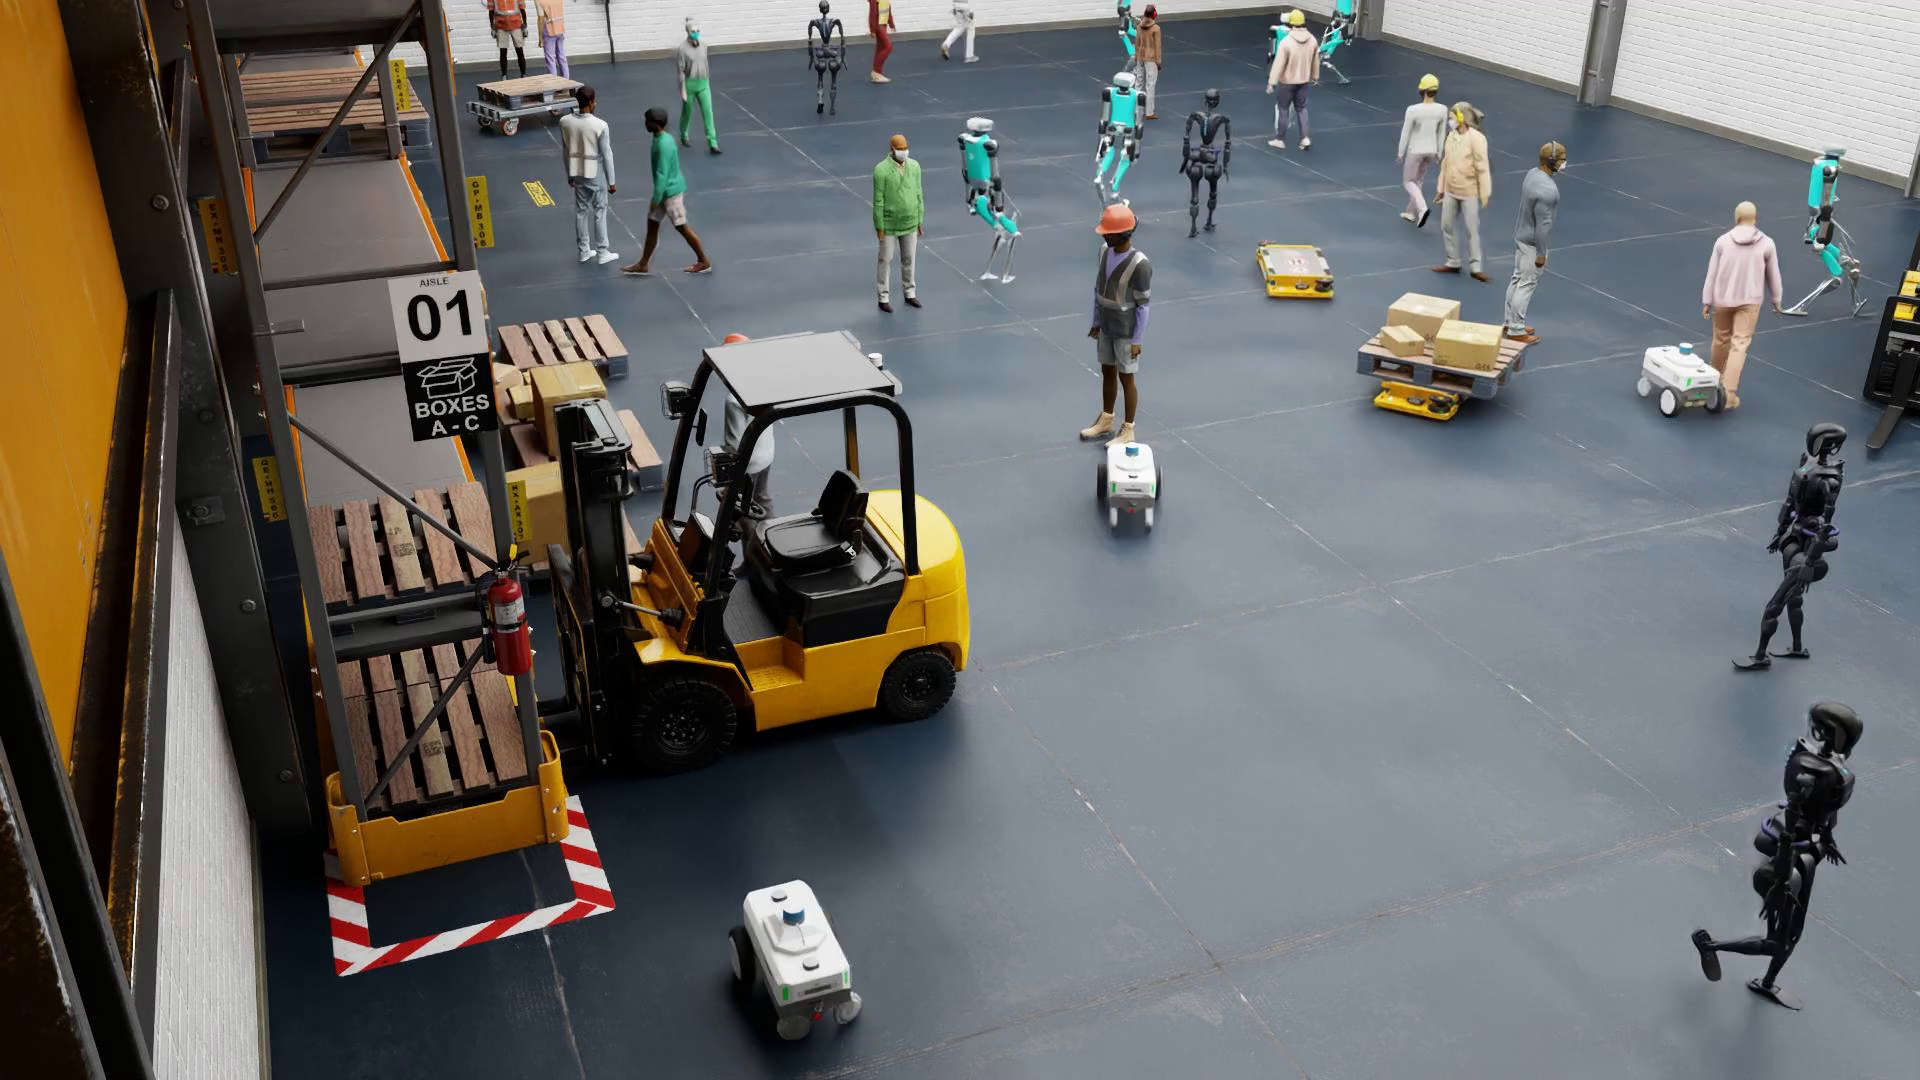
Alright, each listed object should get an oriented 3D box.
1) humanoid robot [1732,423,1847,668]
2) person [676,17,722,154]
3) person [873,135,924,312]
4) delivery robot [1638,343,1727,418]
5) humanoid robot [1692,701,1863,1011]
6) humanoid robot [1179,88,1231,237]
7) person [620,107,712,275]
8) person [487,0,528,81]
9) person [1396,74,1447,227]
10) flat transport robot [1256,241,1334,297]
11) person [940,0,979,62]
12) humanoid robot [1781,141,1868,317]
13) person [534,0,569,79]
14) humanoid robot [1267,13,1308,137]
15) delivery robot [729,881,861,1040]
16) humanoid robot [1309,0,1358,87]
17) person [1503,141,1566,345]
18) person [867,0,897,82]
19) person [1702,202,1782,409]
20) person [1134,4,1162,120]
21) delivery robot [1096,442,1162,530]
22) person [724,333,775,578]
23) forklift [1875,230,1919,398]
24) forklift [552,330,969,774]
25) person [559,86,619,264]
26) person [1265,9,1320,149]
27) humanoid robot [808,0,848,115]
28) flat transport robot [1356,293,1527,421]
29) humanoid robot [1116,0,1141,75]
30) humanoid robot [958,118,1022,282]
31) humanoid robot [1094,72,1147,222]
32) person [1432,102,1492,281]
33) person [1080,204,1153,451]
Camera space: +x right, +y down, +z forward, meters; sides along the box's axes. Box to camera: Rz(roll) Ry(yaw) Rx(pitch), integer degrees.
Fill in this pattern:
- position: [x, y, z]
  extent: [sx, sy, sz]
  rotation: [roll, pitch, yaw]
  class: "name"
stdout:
- position: [5.214, 0.029, 10.373]
  extent: [0.557, 1.639, 0.592]
  rotation: [1, 27, 2]
  class: "humanoid robot"
- position: [-3.615, -6.190, 22.605]
  extent: [0.550, 1.797, 0.956]
  rotation: [-19, 32, -32]
  class: "person"
- position: [-0.621, -3.165, 16.612]
  extent: [0.537, 1.776, 0.388]
  rotation: [-13, 30, -24]
  class: "person"
- position: [6.273, -1.408, 14.474]
  extent: [0.499, 0.598, 0.802]
  rotation: [-5, 27, -10]
  class: "delivery robot"
- position: [3.789, 1.410, 7.622]
  extent: [0.595, 1.645, 0.439]
  rotation: [-23, 35, -38]
  class: "humanoid robot"
- position: [2.804, -4.323, 19.036]
  extent: [0.600, 1.643, 0.608]
  rotation: [11, 29, 21]
  class: "humanoid robot"
- position: [-3.129, -3.664, 17.568]
  extent: [0.977, 1.797, 0.505]
  rotation: [-8, 28, -15]
  class: "person"
- position: [-7.135, -8.128, 26.284]
  extent: [0.600, 1.957, 0.381]
  rotation: [-6, 27, -12]
  class: "person"
- position: [5.375, -4.505, 19.304]
  extent: [0.527, 1.738, 0.679]
  rotation: [-8, 28, -15]
  class: "person"
- position: [3.559, -2.882, 17.720]
  extent: [0.659, 0.231, 1.431]
  rotation: [2, 27, 3]
  class: "flat transport robot"
- position: [0.013, -9.033, 28.197]
  extent: [0.689, 1.863, 0.576]
  rotation: [-23, 35, -38]
  class: "person"
- position: [8.739, -3.008, 16.347]
  extent: [0.939, 1.778, 0.539]
  rotation: [6, 27, 12]
  class: "humanoid robot"
- position: [-6.325, -7.844, 25.846]
  extent: [0.380, 1.837, 0.562]
  rotation: [14, 30, 26]
  class: "person"
- position: [4.637, -6.579, 23.473]
  extent: [0.548, 1.750, 0.946]
  rotation: [9, 28, 18]
  class: "humanoid robot"
- position: [-0.765, 1.937, 7.817]
  extent: [0.525, 0.595, 0.766]
  rotation: [-10, 28, -19]
  class: "delivery robot"
- position: [5.868, -8.043, 26.406]
  extent: [1.034, 1.767, 0.536]
  rotation: [-12, 29, -22]
  class: "humanoid robot"
- position: [5.427, -2.806, 15.728]
  extent: [0.374, 1.933, 0.623]
  rotation: [1, 27, 2]
  class: "person"
- position: [-1.260, -8.236, 26.720]
  extent: [0.450, 1.754, 0.465]
  rotation: [7, 28, 14]
  class: "person"
- position: [6.782, -2.055, 14.459]
  extent: [0.622, 1.726, 0.932]
  rotation: [14, 30, 25]
  class: "person"
- position: [2.744, -7.010, 24.398]
  extent: [0.462, 1.648, 0.327]
  rotation: [23, 35, 38]
  class: "person"
- position: [1.289, -0.445, 12.577]
  extent: [0.499, 0.614, 0.817]
  rotation: [1, 27, 2]
  class: "delivery robot"
- position: [-1.475, -0.589, 11.521]
  extent: [0.351, 1.737, 0.574]
  rotation: [9, 28, 18]
  class: "person"
- position: [9.029, -2.397, 14.618]
  extent: [1.214, 2.155, 2.313]
  rotation: [18, 32, 32]
  class: "forklift"
- position: [-1.094, 0.010, 9.831]
  extent: [2.313, 2.155, 1.214]
  rotation: [-10, 28, -20]
  class: "forklift"
- position: [-4.010, -3.940, 18.004]
  extent: [0.598, 1.909, 0.400]
  rotation: [9, 28, 17]
  class: "person"
- position: [4.570, -6.260, 22.700]
  extent: [0.820, 1.885, 0.555]
  rotation: [-9, 28, -18]
  class: "person"
- position: [-1.963, -7.129, 24.598]
  extent: [0.587, 1.641, 0.443]
  rotation: [1, 27, 2]
  class: "humanoid robot"
- position: [4.264, -1.421, 14.813]
  extent: [0.659, 0.231, 1.431]
  rotation: [16, 31, 29]
  class: "flat transport robot"
- position: [2.834, -8.305, 26.906]
  extent: [0.798, 1.802, 0.538]
  rotation: [6, 27, 13]
  class: "humanoid robot"
- position: [0.373, -3.561, 17.441]
  extent: [0.771, 1.789, 0.545]
  rotation: [-23, 35, -38]
  class: "humanoid robot"
- position: [1.809, -4.488, 19.294]
  extent: [0.558, 1.745, 1.039]
  rotation: [9, 28, 18]
  class: "humanoid robot"
- position: [5.364, -3.650, 17.510]
  extent: [0.370, 1.848, 0.772]
  rotation: [-17, 31, -30]
  class: "person"
- position: [1.258, -1.709, 13.423]
  extent: [0.390, 2.037, 0.604]
  rotation: [-16, 31, -29]
  class: "person"
